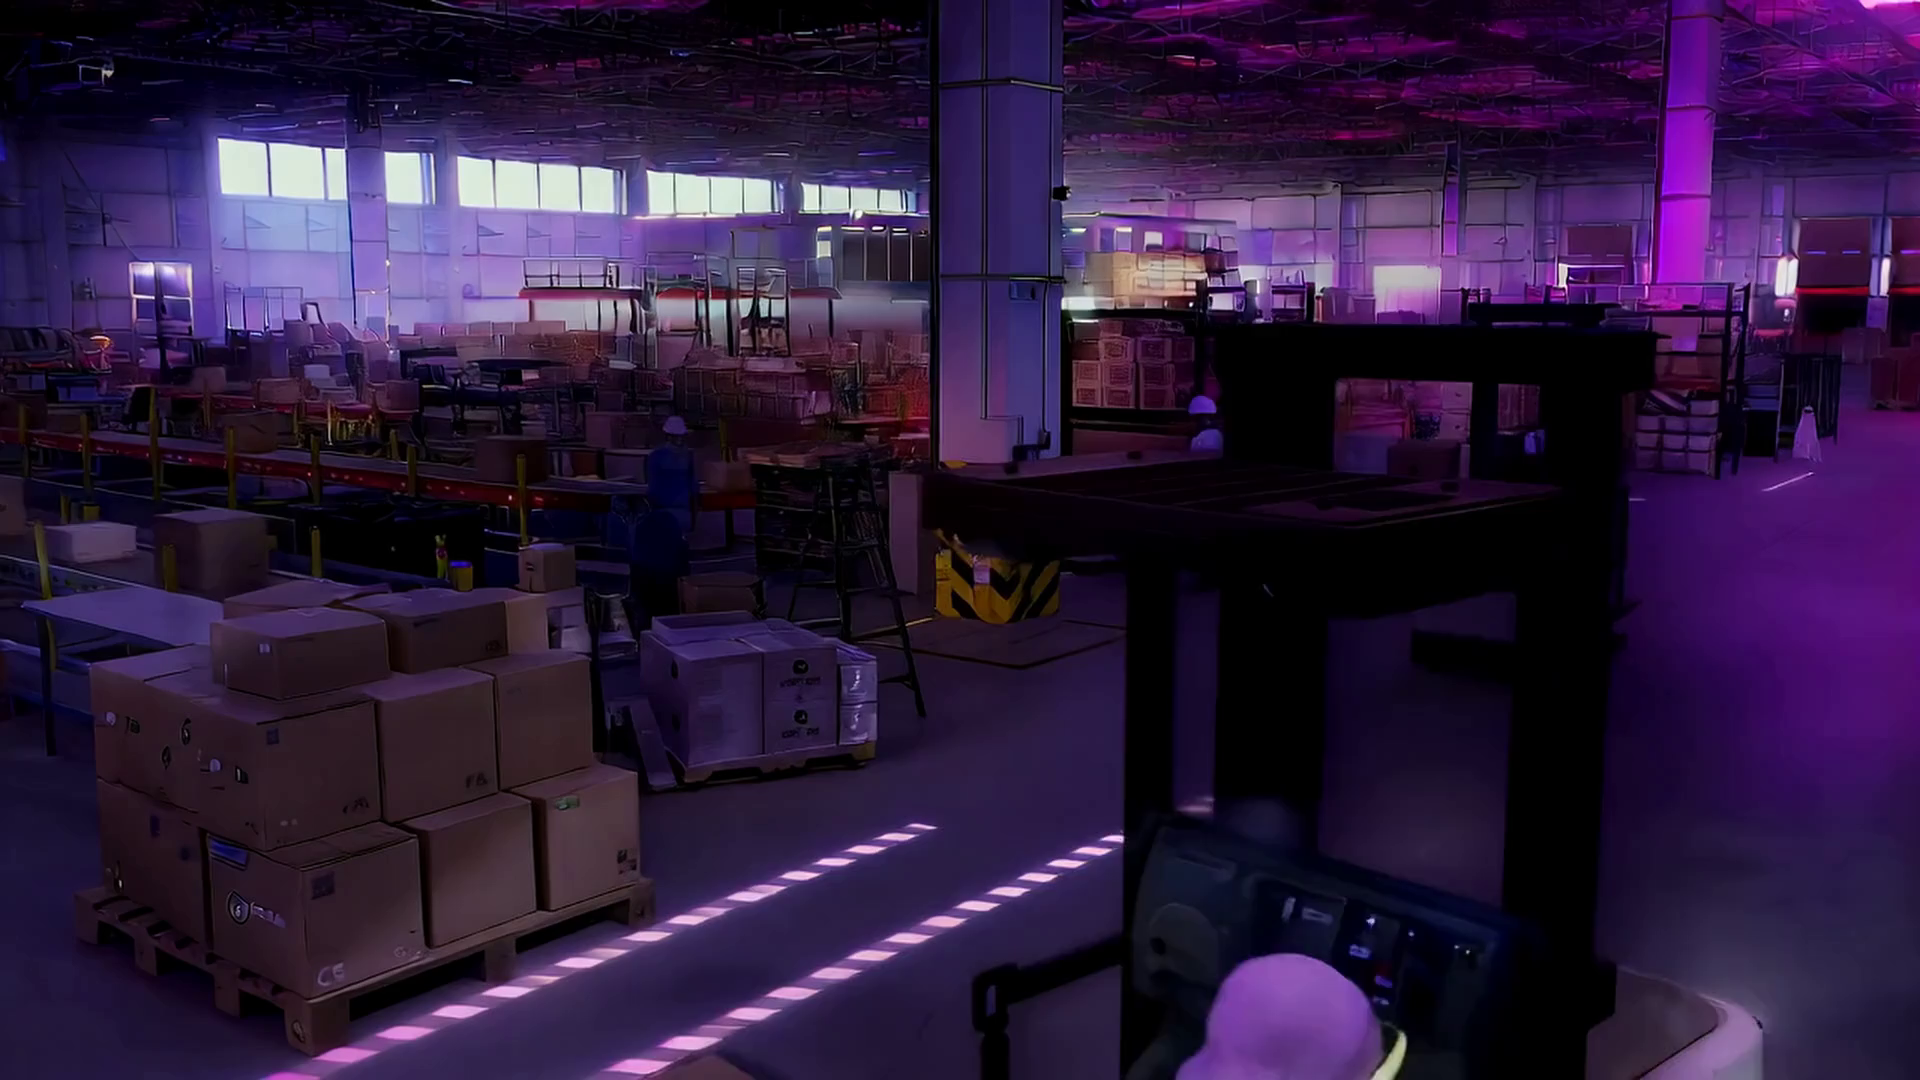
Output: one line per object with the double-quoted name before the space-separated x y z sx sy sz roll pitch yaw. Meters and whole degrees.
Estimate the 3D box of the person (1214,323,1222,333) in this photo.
"person" 8.261 -6.003 53.434 0.362 1.965 0.620 -3 9 -20

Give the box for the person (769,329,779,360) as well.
"person" -6.940 -7.213 61.997 0.346 1.846 0.506 5 10 29

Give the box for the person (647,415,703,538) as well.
"person" -2.730 -0.328 15.924 0.395 1.744 0.611 8 11 42

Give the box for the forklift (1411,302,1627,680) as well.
"forklift" 4.379 -0.438 12.852 1.129 2.768 1.873 7 11 37

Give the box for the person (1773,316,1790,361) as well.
"person" 35.401 -8.670 71.575 0.592 1.915 0.591 5 10 28

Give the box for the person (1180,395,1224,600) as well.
"person" 2.299 -0.403 15.771 0.364 1.939 0.542 6 10 35

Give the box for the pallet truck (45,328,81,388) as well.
"pallet truck" -23.775 -4.544 43.495 1.885 1.965 0.823 6 10 35

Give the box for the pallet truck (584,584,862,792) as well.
"pallet truck" -1.426 0.805 10.019 1.601 1.201 0.680 -4 9 -26

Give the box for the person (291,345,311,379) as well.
"person" -15.804 -3.976 40.003 0.427 1.892 0.677 -7 11 -40

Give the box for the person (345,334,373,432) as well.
"person" -12.566 -3.266 34.721 0.605 2.045 0.379 8 12 43

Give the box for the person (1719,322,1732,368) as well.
"person" 29.464 -7.518 64.245 0.634 1.799 0.953 -8 12 -43

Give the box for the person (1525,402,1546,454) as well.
"person" 6.516 -0.693 18.545 0.535 1.697 0.318 -2 9 -13

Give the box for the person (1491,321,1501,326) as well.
"person" 25.730 -9.887 79.824 0.550 1.917 0.721 -2 9 -13

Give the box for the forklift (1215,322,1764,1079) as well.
"forklift" 1.039 0.887 3.919 1.873 2.768 1.129 -7 11 -41

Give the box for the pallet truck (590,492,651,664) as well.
"pallet truck" -3.115 0.344 12.883 0.653 1.274 1.630 7 11 37

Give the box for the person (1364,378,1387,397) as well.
"person" 8.597 -3.025 34.520 0.511 1.614 0.625 7 11 37

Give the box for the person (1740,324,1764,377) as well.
"person" 27.414 -6.572 57.730 0.941 1.836 0.529 6 11 37

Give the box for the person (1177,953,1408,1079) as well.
"person" 0.680 1.572 2.479 0.981 1.946 0.589 2 9 15

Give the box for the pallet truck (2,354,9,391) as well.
"pallet truck" -24.881 -4.417 42.634 1.885 1.965 0.823 8 11 41
